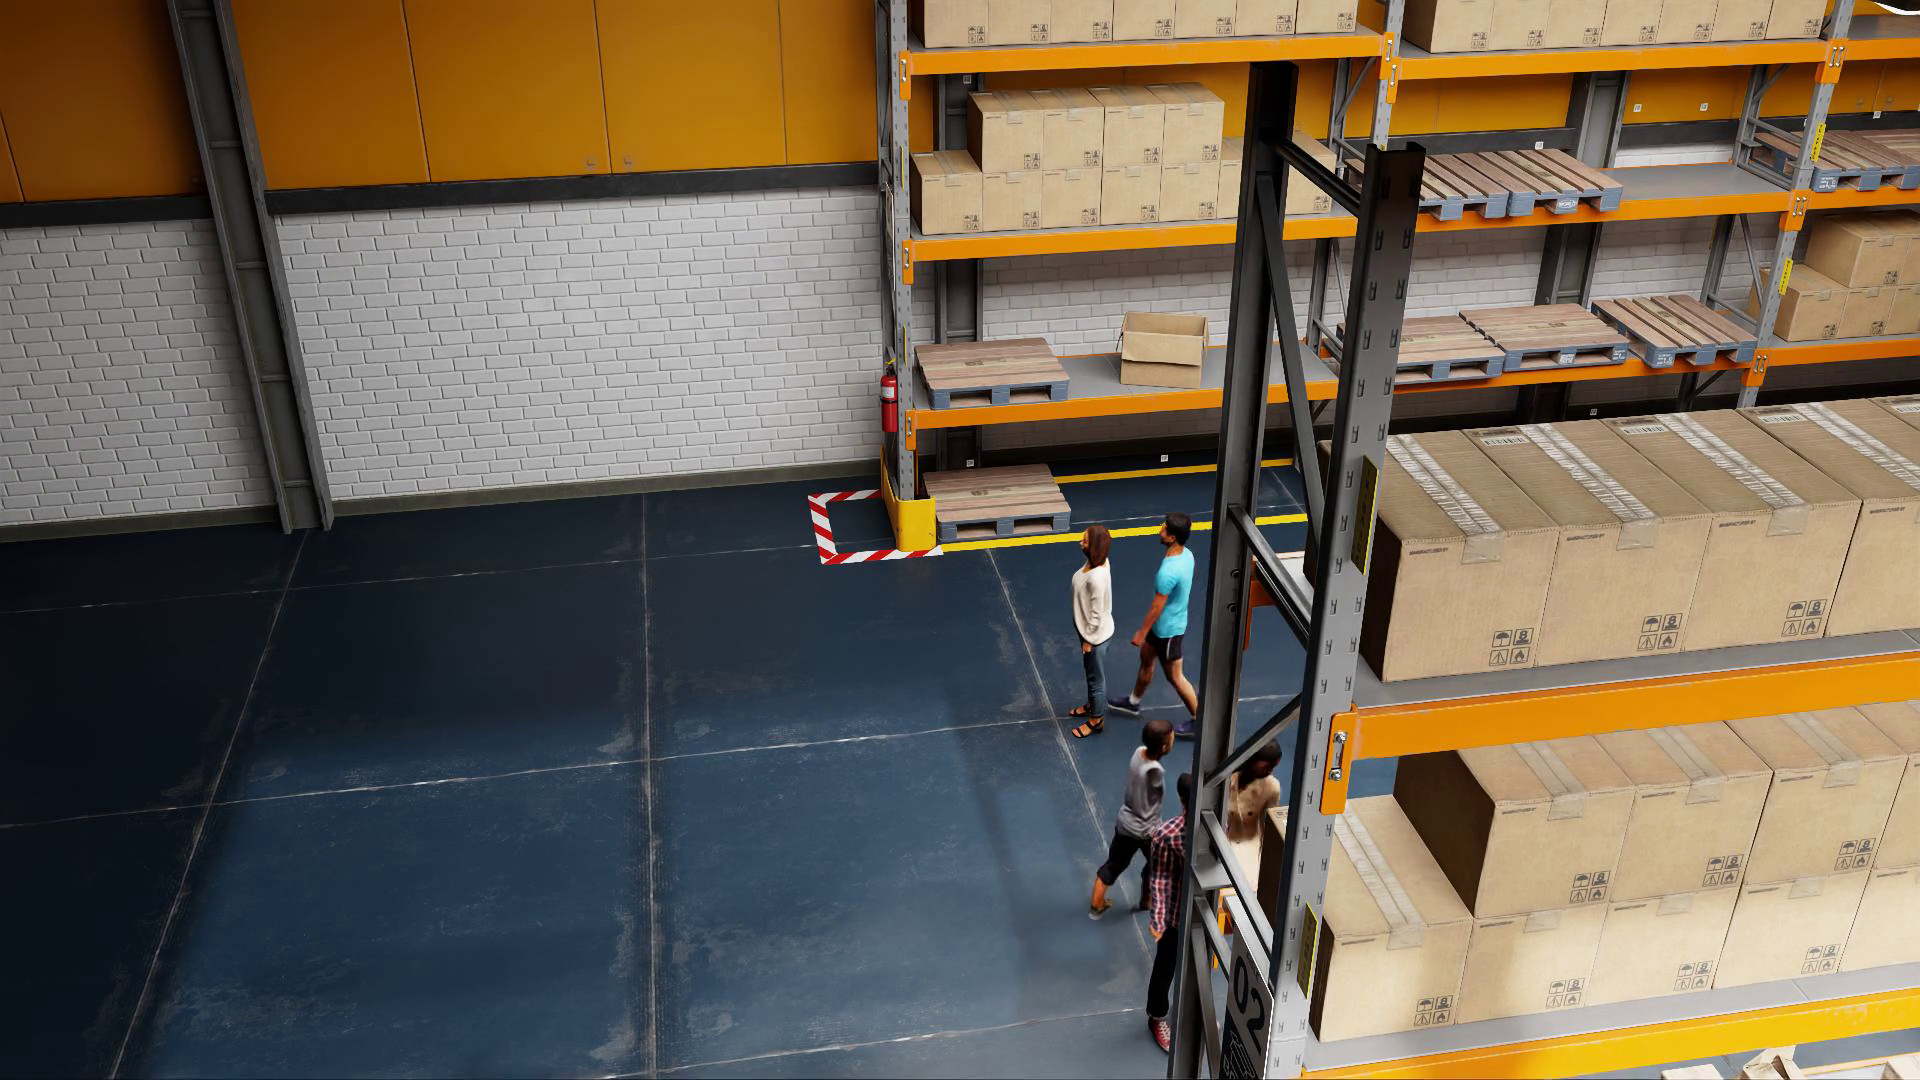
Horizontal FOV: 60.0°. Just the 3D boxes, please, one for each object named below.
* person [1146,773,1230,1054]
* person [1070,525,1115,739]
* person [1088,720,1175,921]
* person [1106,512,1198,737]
[{"bbox_3d":[1.271,2.043,9.282,0.702,1.760,0.842,-19,34,-31],"label":"person"},{"bbox_3d":[0.965,0.634,11.947,0.592,1.683,0.650,0,29,0],"label":"person"},{"bbox_3d":[1.073,1.714,10.245,0.898,1.416,0.781,-15,32,-26],"label":"person"},{"bbox_3d":[1.555,0.650,11.856,1.135,1.741,0.925,9,30,16],"label":"person"}]
